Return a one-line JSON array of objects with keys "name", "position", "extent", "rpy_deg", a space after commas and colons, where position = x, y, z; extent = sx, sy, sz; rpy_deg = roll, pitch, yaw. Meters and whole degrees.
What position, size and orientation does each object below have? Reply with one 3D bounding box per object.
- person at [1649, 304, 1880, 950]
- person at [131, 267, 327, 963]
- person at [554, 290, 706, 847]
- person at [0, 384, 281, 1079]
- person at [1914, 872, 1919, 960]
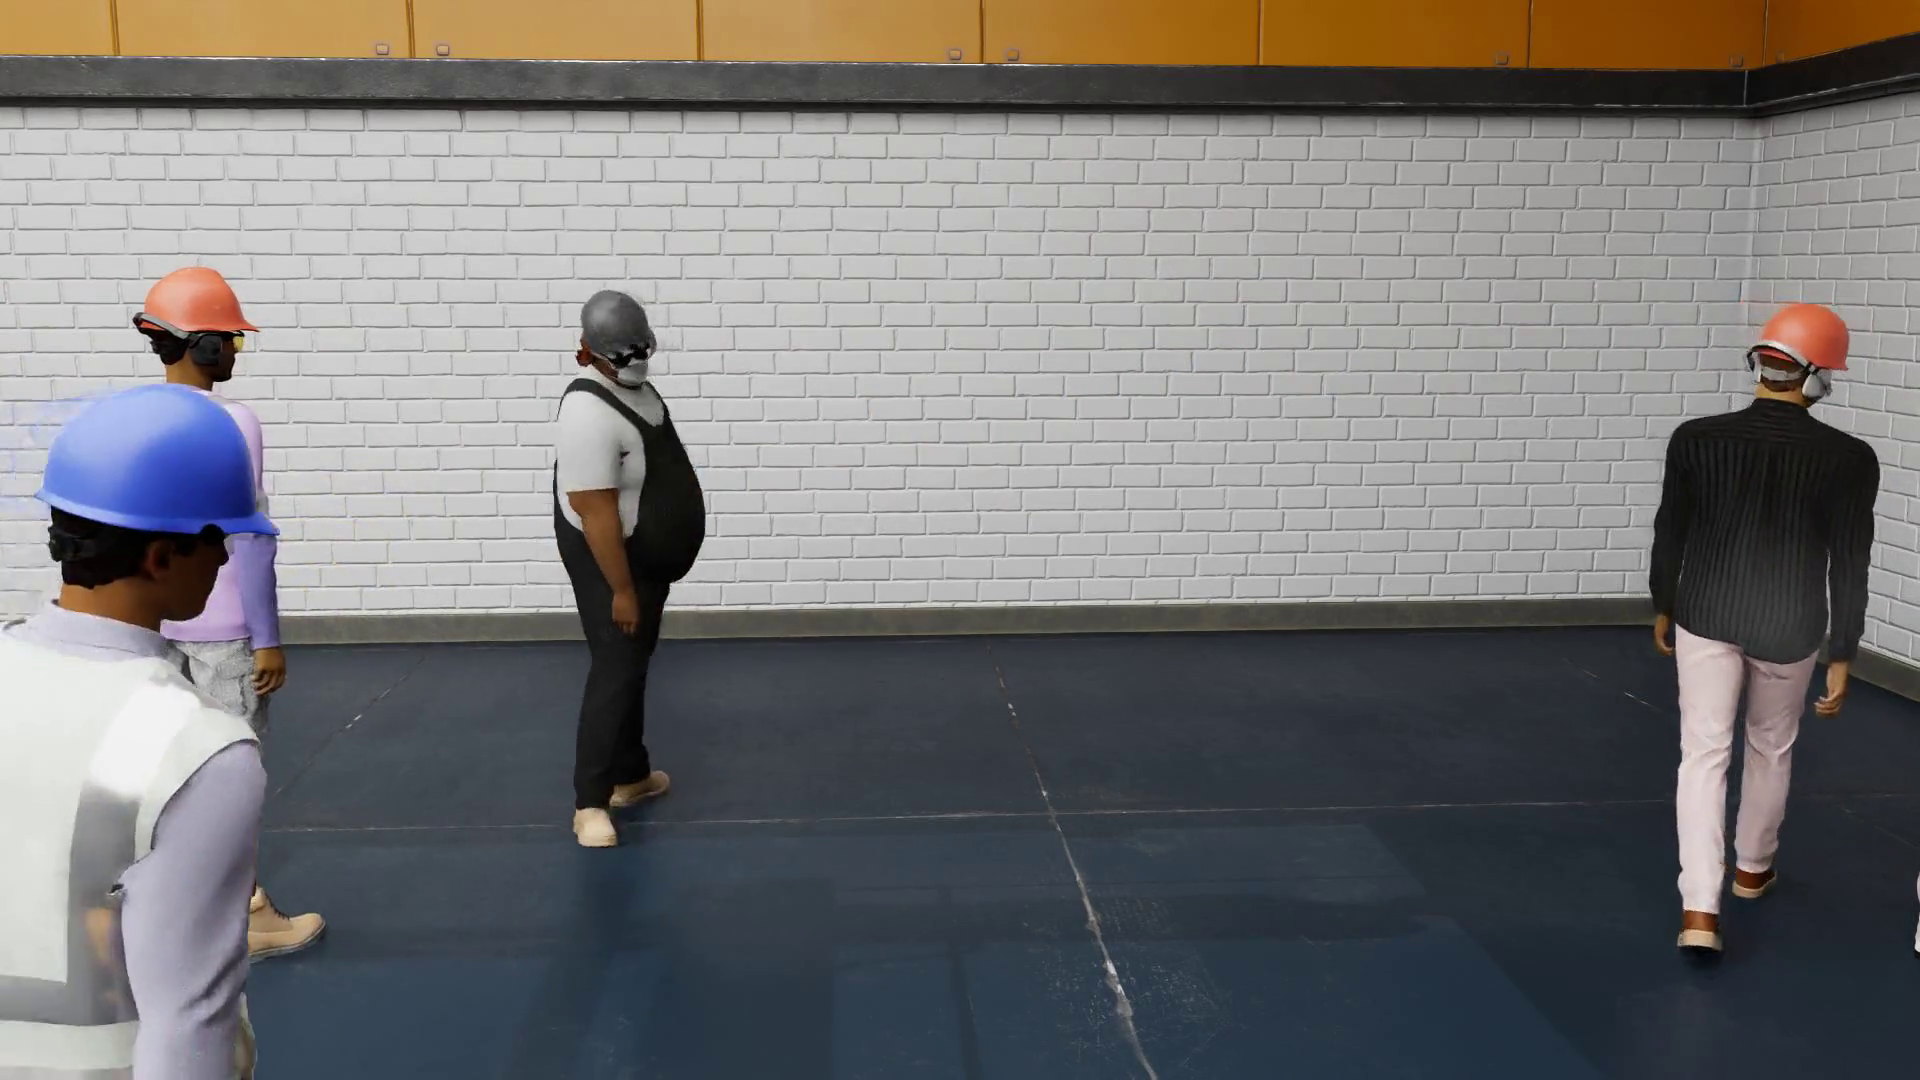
[{"name": "person", "position": [2.415, 0.256, 5.079], "extent": [0.616, 1.939, 1.009], "rpy_deg": [5, 10, 27]}, {"name": "person", "position": [-2.217, 0.228, 4.917], "extent": [0.609, 2.044, 0.394], "rpy_deg": [5, 10, 28]}, {"name": "person", "position": [-1.197, 0.041, 6.100], "extent": [0.534, 2.000, 0.796], "rpy_deg": [0, 9, 0]}, {"name": "person", "position": [-1.156, 0.751, 2.116], "extent": [0.613, 1.896, 0.990], "rpy_deg": [3, 9, 17]}, {"name": "person", "position": [3.025, 0.334, 4.684], "extent": [0.401, 1.906, 0.649], "rpy_deg": [-1, 9, -9]}]
